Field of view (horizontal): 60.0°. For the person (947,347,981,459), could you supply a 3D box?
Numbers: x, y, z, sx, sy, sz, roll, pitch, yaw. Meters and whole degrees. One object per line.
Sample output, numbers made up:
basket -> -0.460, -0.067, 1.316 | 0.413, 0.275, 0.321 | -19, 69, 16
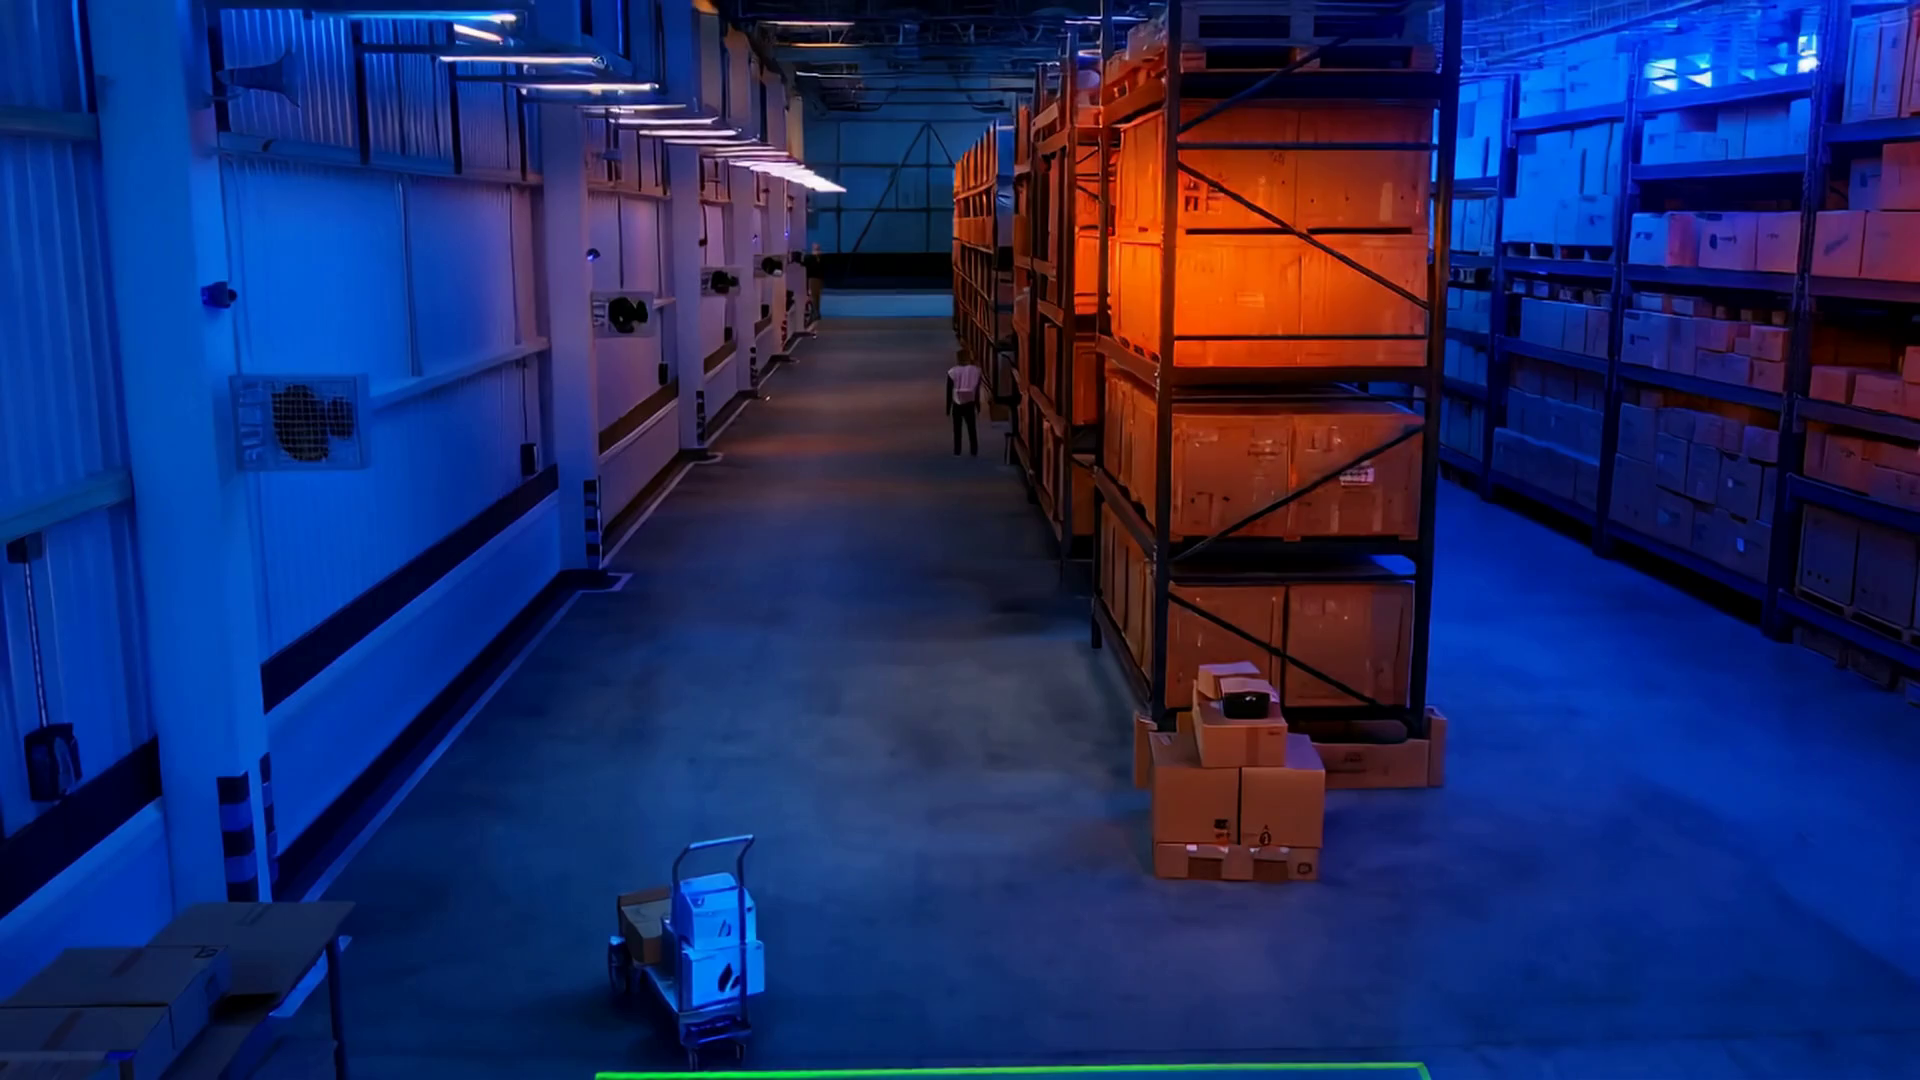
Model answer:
person -> 0.065, -2.339, 28.534 | 0.590, 1.916, 0.391 | -1, 11, -7
